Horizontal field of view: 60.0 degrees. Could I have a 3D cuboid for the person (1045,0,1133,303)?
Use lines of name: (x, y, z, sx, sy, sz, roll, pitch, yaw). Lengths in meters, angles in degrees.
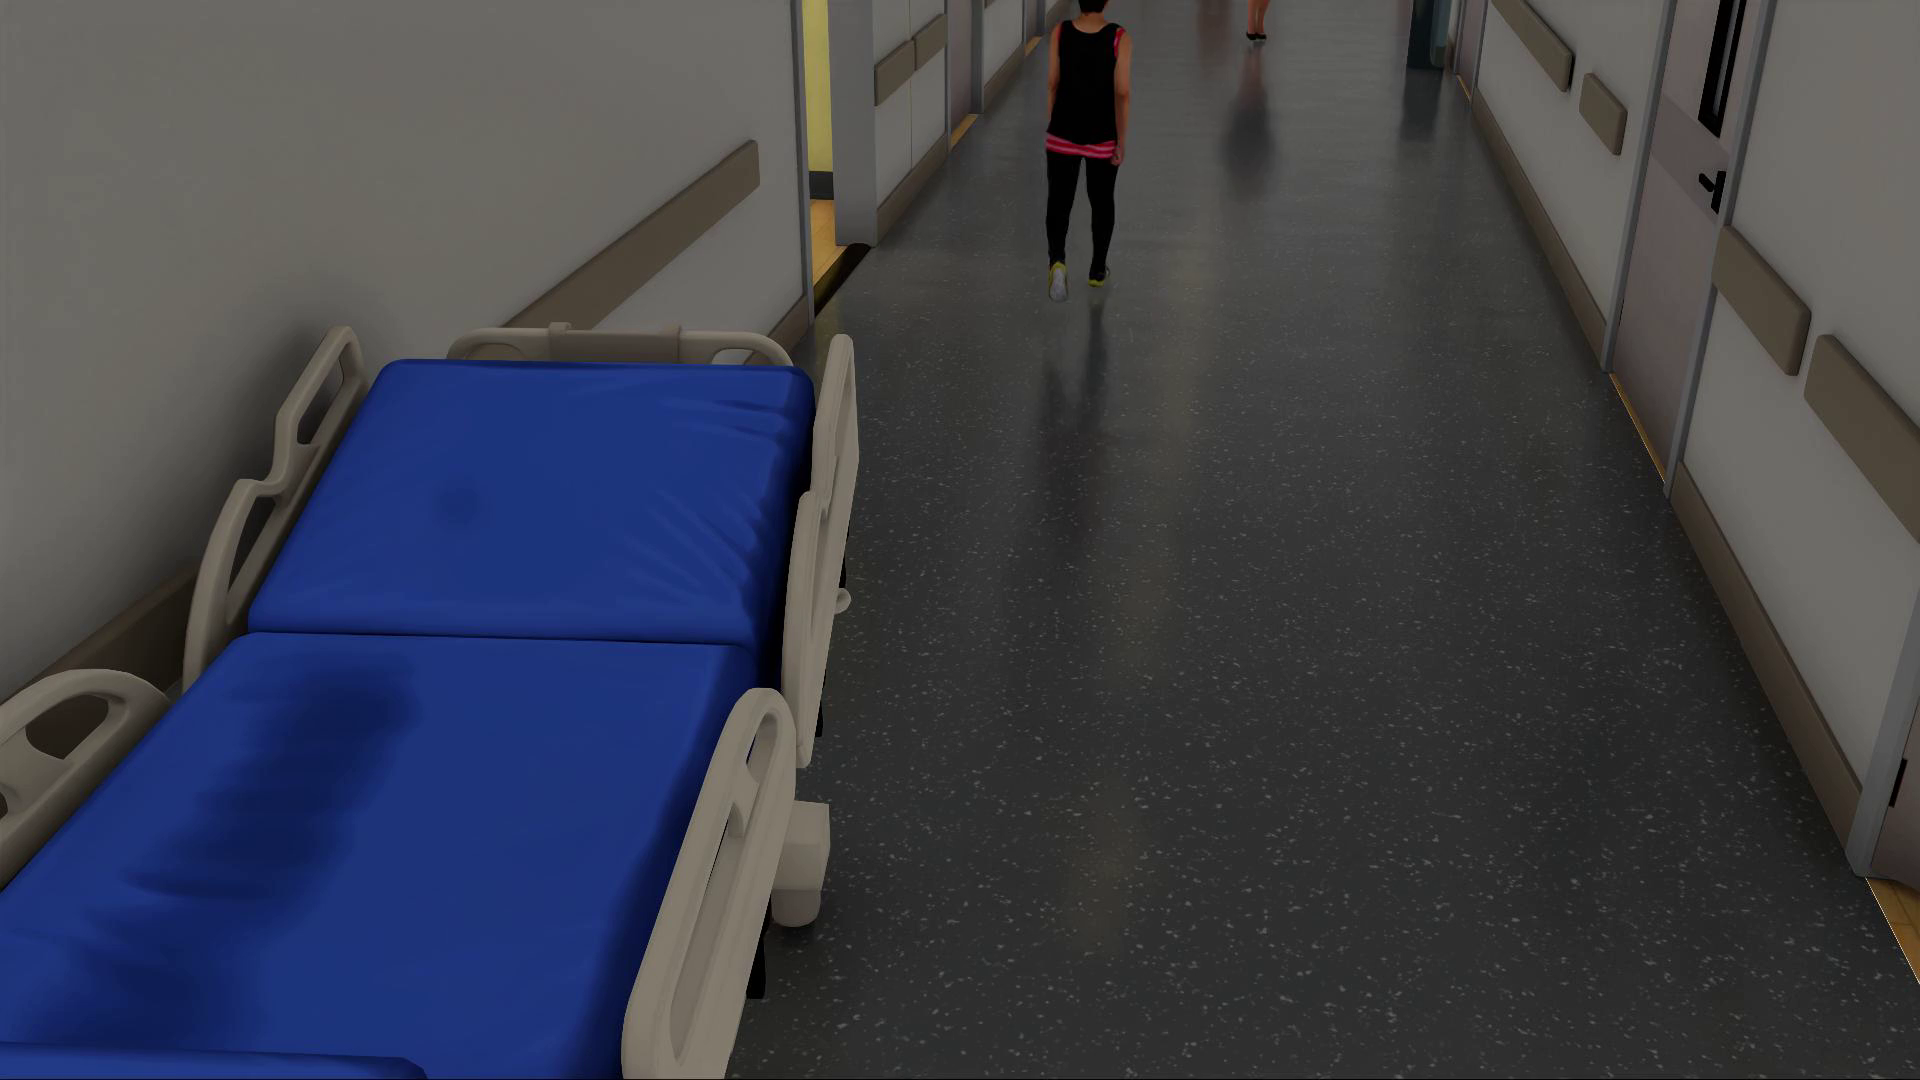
person: (0.552, -1.842, 7.620, 0.867, 1.530, 0.593, 5, 26, 10)
